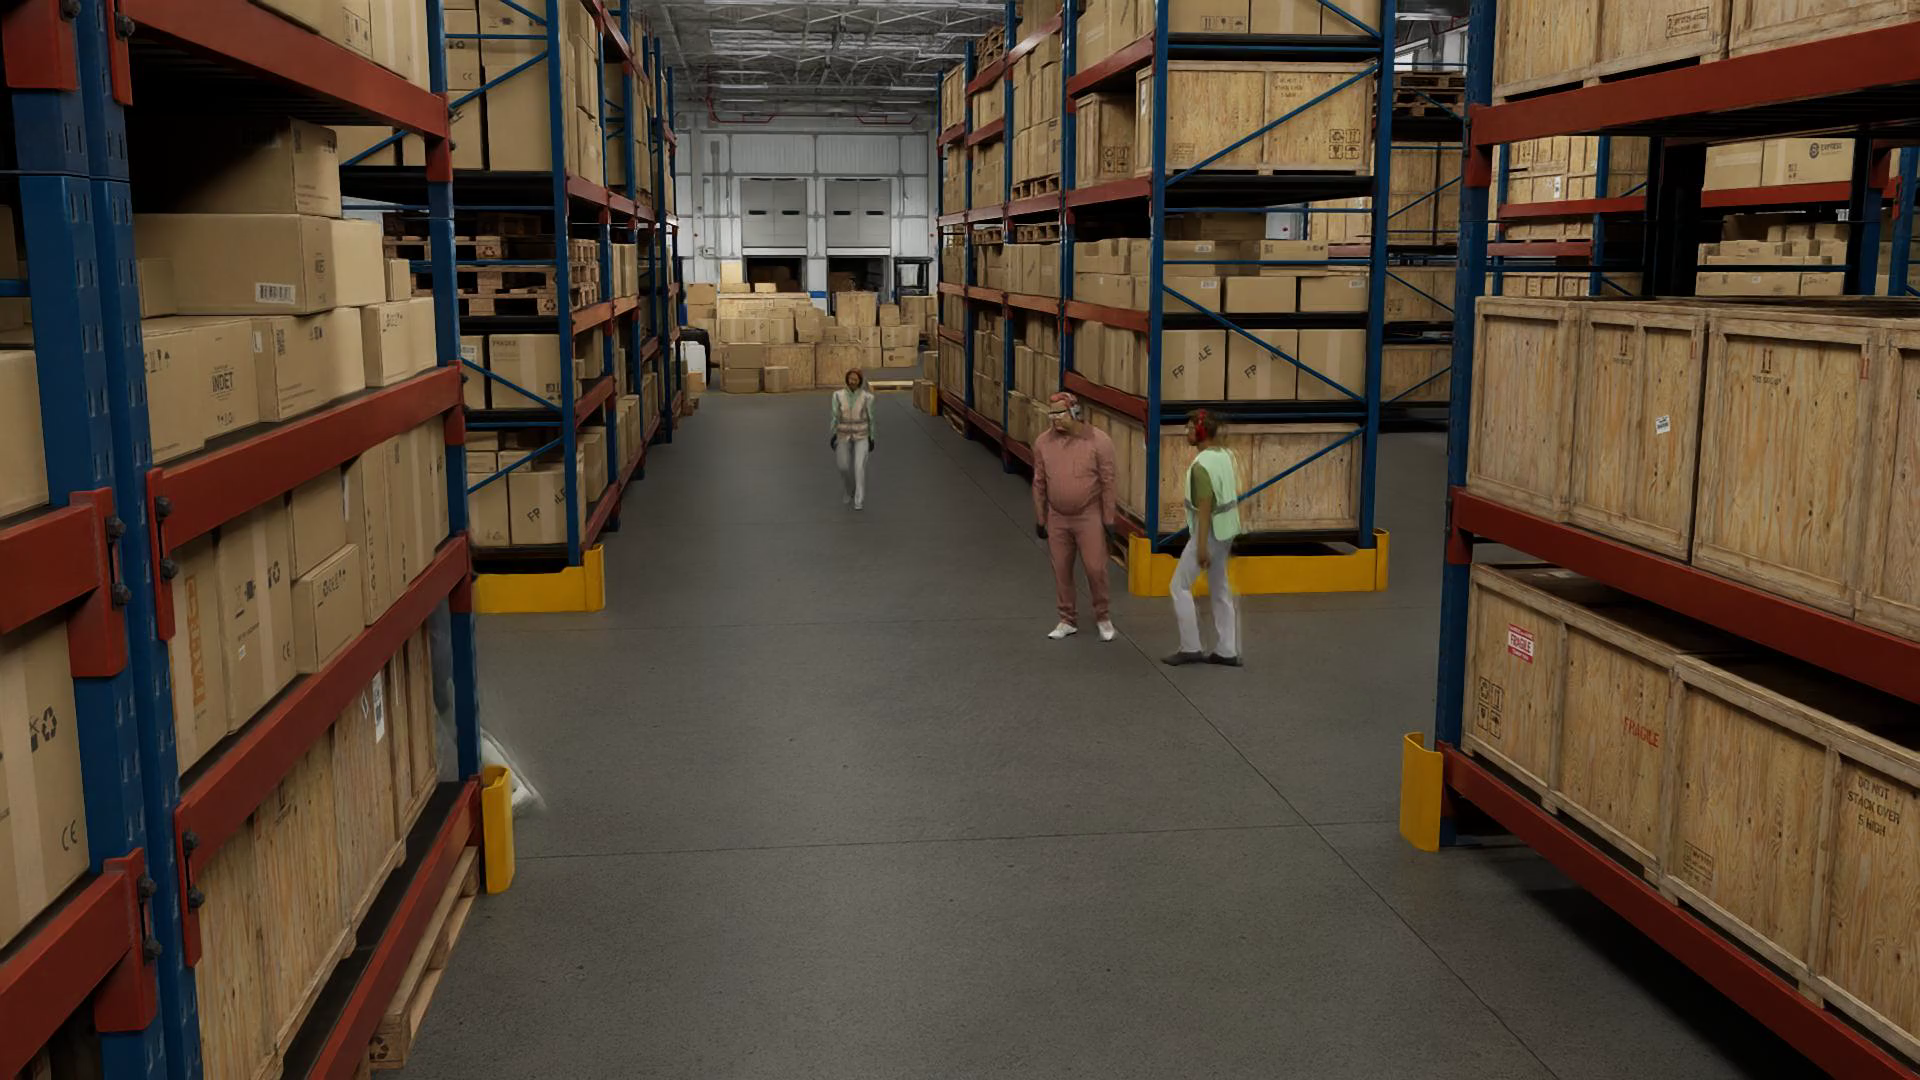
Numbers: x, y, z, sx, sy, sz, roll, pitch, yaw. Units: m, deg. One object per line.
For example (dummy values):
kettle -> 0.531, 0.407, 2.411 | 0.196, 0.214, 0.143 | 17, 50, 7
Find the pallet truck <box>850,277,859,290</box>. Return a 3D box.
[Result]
pallet truck -> -3.782, -9.391, 65.808 | 1.885, 1.965, 0.823 | 2, 10, 10

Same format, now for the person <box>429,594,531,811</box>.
person -> -2.610, 0.677, 8.356 | 0.836, 1.598, 0.494 | -1, 10, -8

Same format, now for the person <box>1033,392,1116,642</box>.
person -> 0.851, -0.170, 12.448 | 0.672, 1.888, 0.427 | 5, 11, 27

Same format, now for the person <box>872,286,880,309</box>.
person -> -3.496, -9.556, 67.900 | 0.548, 1.592, 0.837 | 10, 14, 44

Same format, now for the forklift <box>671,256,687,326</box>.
forklift -> -10.432, -8.868, 60.195 | 1.873, 2.768, 1.129 | 9, 13, 43

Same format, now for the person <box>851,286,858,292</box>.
person -> -3.455, -7.305, 54.012 | 0.631, 1.888, 1.040 | -4, 10, -21

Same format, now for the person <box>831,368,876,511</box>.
person -> -1.210, -1.144, 18.873 | 0.533, 1.622, 0.368 | 1, 10, 7

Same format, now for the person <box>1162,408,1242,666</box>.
person -> 1.682, -0.009, 11.693 | 0.649, 1.825, 0.566 | 5, 11, 29

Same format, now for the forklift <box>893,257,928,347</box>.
forklift -> -1.587, -7.450, 51.935 | 1.129, 2.768, 1.873 | -2, 10, -14

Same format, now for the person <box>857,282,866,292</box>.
person -> -3.628, -8.745, 62.495 | 0.824, 1.856, 0.588 | -8, 13, -39
